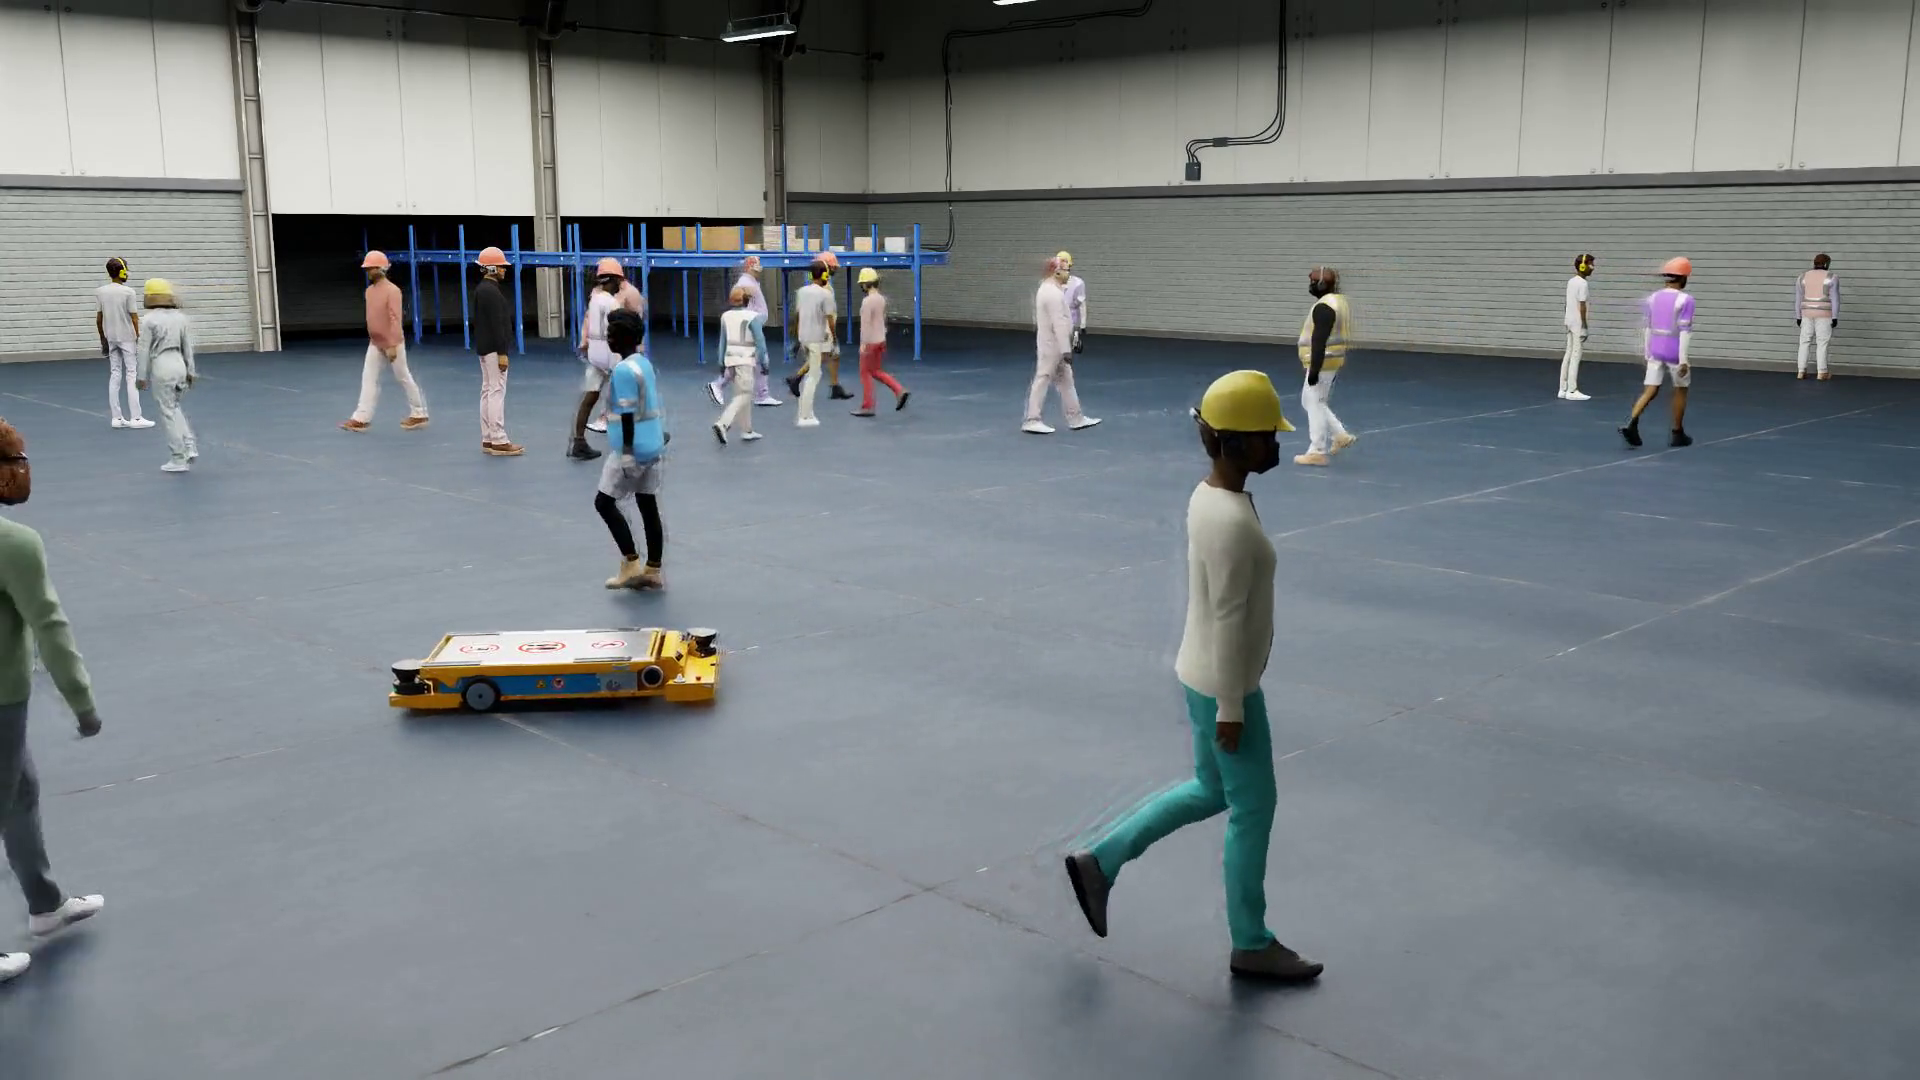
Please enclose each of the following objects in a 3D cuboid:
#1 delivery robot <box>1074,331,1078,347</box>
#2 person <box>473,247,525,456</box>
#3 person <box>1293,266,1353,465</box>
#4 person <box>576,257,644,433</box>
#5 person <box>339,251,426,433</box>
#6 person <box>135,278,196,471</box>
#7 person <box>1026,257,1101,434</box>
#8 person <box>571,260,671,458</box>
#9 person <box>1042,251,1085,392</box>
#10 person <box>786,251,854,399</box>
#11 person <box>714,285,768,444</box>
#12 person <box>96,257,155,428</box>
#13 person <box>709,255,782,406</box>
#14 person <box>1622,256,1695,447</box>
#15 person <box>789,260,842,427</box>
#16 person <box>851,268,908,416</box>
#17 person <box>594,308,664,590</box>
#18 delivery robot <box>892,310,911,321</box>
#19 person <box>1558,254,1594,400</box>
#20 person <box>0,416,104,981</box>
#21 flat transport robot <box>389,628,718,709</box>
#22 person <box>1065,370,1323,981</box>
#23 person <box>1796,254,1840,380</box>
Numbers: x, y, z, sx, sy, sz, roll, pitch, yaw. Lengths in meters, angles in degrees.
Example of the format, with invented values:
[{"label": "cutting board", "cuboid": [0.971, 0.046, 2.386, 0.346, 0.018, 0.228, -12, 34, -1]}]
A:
[{"label": "delivery robot", "cuboid": [1.859, -3.702, 30.132, 0.477, 0.478, 0.707, -4, 11, -21]}, {"label": "person", "cuboid": [-4.515, -1.834, 16.153, 0.377, 1.995, 0.608, -6, 12, -30]}, {"label": "person", "cuboid": [3.350, -1.609, 15.390, 0.444, 1.831, 0.630, 3, 11, 17]}, {"label": "person", "cuboid": [-3.792, -2.074, 17.809, 0.645, 1.866, 0.929, 8, 13, 36]}, {"label": "person", "cuboid": [-6.255, -2.143, 17.997, 0.637, 1.940, 1.014, 7, 13, 35]}, {"label": "person", "cuboid": [-7.153, -1.485, 14.987, 0.418, 1.730, 0.501, 4, 11, 20]}, {"label": "person", "cuboid": [1.123, -2.070, 17.767, 0.909, 1.866, 0.679, 0, 10, 0]}, {"label": "person", "cuboid": [-3.313, -1.733, 15.933, 1.049, 1.863, 0.550, -8, 13, -37]}, {"label": "person", "cuboid": [1.419, -3.013, 22.854, 0.593, 1.902, 0.852, 0, 10, -2]}, {"label": "person", "cuboid": [-1.822, -2.771, 21.511, 0.827, 1.914, 0.553, -1, 10, -8]}, {"label": "person", "cuboid": [-2.274, -1.787, 16.948, 0.510, 1.611, 0.719, 9, 13, 39]}, {"label": "person", "cuboid": [-9.241, -2.173, 18.346, 0.534, 1.868, 0.310, 2, 11, 11]}, {"label": "person", "cuboid": [-2.672, -2.595, 20.658, 0.820, 1.868, 0.660, 0, 10, 2]}, {"label": "person", "cuboid": [7.045, -1.876, 16.639, 0.905, 1.906, 0.552, -6, 12, -30]}, {"label": "person", "cuboid": [-1.631, -2.185, 18.515, 0.564, 1.830, 0.584, 10, 14, 43]}, {"label": "person", "cuboid": [-0.965, -2.314, 19.489, 0.593, 1.739, 0.531, 4, 11, 21]}, {"label": "person", "cuboid": [-1.984, -0.528, 9.863, 0.460, 1.680, 0.559, 1, 10, 5]}, {"label": "delivery robot", "cuboid": [-1.383, -4.773, 35.263, 0.698, 0.223, 0.335, 0, 10, 0]}, {"label": "person", "cuboid": [8.013, -2.763, 21.573, 0.319, 1.865, 0.521, 0, 10, -2]}, {"label": "person", "cuboid": [-2.707, 0.441, 4.784, 0.526, 1.603, 0.707, 5, 12, 26]}, {"label": "flat transport robot", "cuboid": [-1.864, 0.587, 7.772, 1.431, 0.197, 0.652, -1, 10, -7]}, {"label": "person", "cuboid": [0.680, 0.390, 4.713, 0.678, 1.748, 0.528, 1, 10, 3]}, {"label": "person", "cuboid": [12.671, -3.299, 24.574, 0.429, 1.839, 0.623, -8, 13, -39]}]
